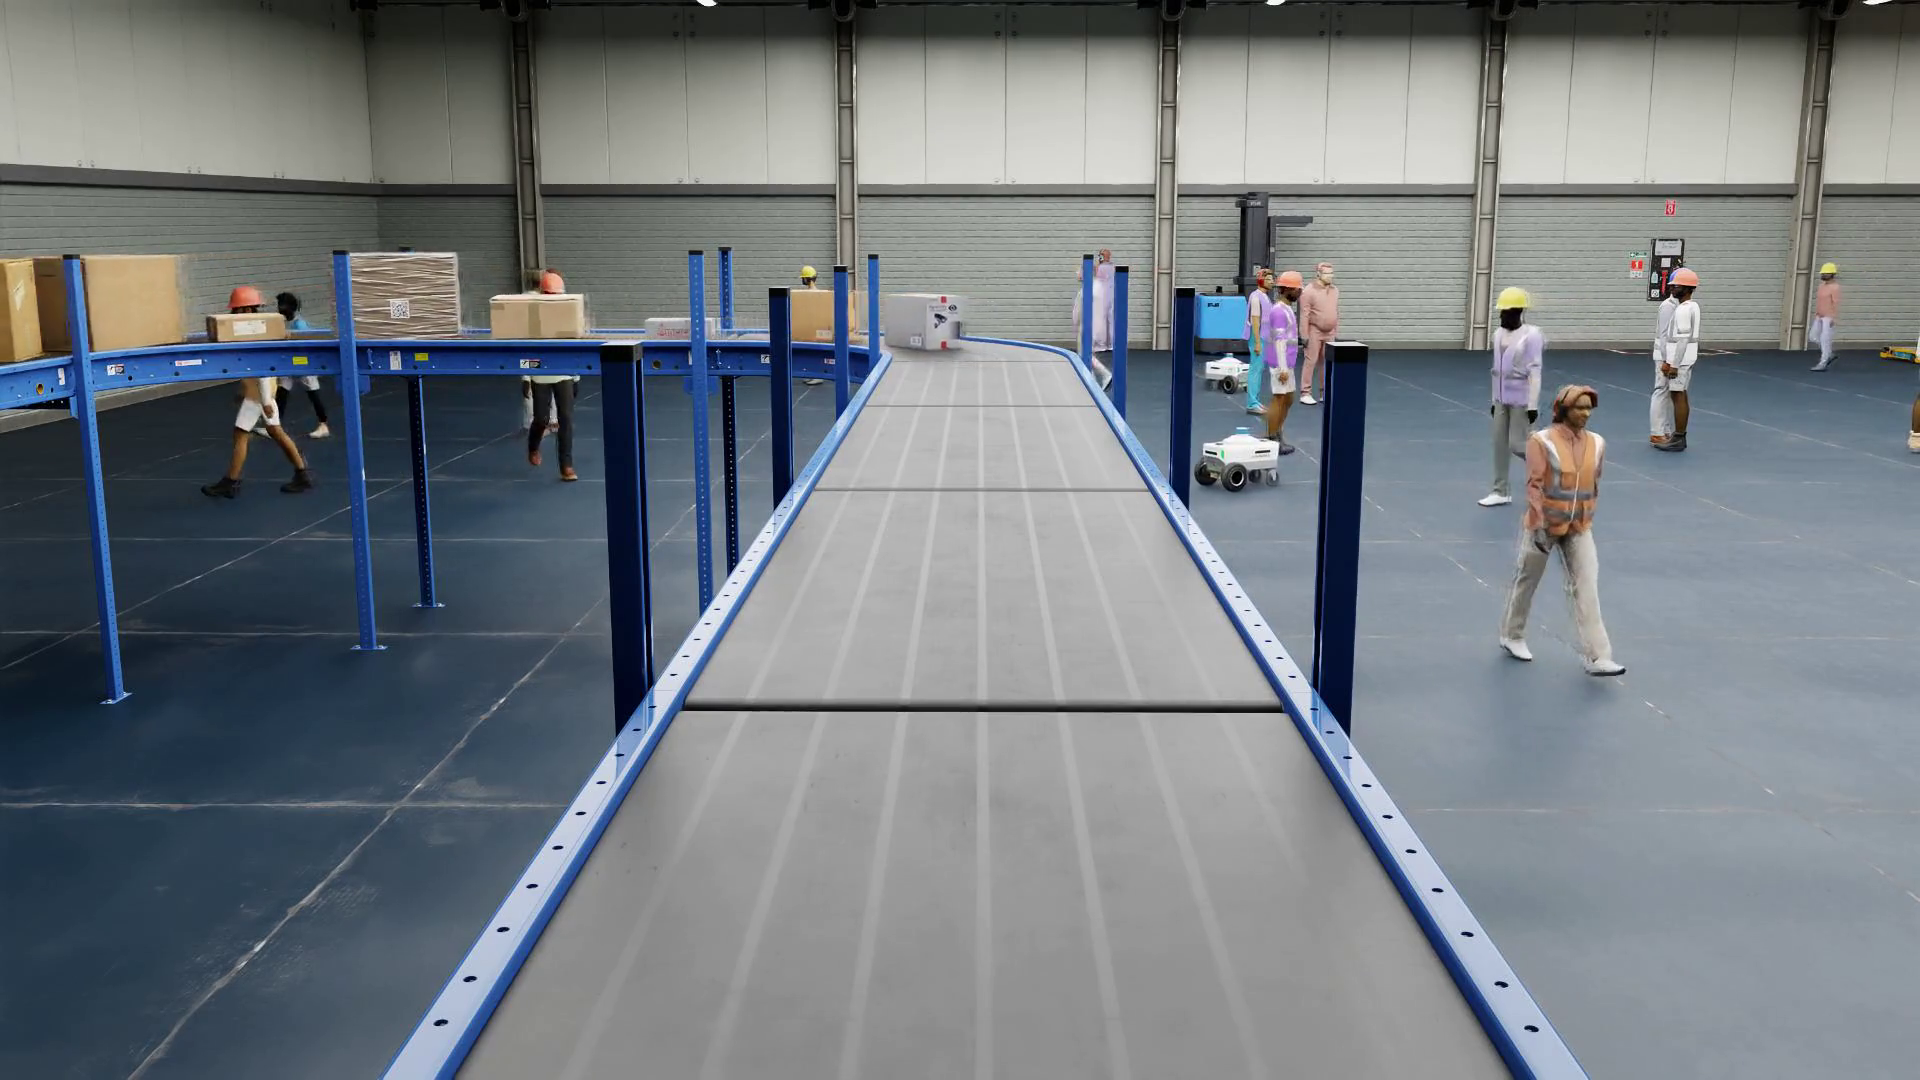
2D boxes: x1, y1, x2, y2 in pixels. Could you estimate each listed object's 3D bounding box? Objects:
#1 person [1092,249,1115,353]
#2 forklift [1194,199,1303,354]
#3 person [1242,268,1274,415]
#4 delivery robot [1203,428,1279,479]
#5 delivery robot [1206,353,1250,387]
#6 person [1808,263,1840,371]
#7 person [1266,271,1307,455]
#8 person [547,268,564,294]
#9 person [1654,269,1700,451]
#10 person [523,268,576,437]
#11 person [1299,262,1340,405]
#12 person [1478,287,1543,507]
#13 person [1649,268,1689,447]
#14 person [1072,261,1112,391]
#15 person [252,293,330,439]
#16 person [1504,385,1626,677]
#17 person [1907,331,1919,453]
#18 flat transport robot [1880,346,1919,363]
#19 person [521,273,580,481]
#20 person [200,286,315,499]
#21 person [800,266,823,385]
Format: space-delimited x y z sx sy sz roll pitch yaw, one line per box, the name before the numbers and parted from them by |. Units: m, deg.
person | 2.677 -4.458 30.969 0.410 1.913 0.643 10 15 40
forklift | 5.313 -4.851 30.603 1.873 2.768 1.129 0 11 1
person | 3.816 -2.540 21.274 0.390 1.848 0.563 4 12 20
delivery robot | 2.636 -0.810 15.588 0.707 0.478 0.477 -6 13 -28
delivery robot | 3.891 -2.454 24.032 0.477 0.478 0.707 -8 13 -35
person | 14.110 -3.631 27.101 0.404 1.752 0.548 -1 11 -4
person | 3.458 -1.880 17.680 0.391 1.925 0.597 4 12 20
person | -6.848 -3.773 28.162 0.278 1.631 0.505 2 11 8
person | 7.770 -1.946 17.976 0.341 1.942 0.552 7 13 32
person | -4.712 -2.148 19.089 0.791 1.909 0.666 -5 12 -25
person | 4.848 -2.771 22.354 0.638 1.898 0.399 -6 13 -28
person | 4.889 -1.246 14.476 0.658 1.907 0.597 -4 12 -19
person | 7.809 -1.998 18.233 0.401 1.949 0.605 9 14 38
person | 1.827 -2.934 23.173 0.531 1.889 0.652 3 11 13
person | -7.547 -1.940 18.710 0.540 1.645 0.884 8 14 36
person | 3.331 -0.057 9.182 0.517 1.591 0.874 -3 11 -13
person | 10.456 -1.960 17.798 0.392 2.039 0.612 6 13 28
flat transport robot | 16.776 -3.238 29.036 0.652 0.197 1.431 0 11 1
person | -3.947 -1.576 15.990 0.628 1.977 0.706 -7 13 -32
person | -6.365 -1.336 15.004 0.958 1.895 0.554 -3 11 -15
person | -2.232 -3.222 24.998 0.329 1.765 0.526 -2 11 -12
